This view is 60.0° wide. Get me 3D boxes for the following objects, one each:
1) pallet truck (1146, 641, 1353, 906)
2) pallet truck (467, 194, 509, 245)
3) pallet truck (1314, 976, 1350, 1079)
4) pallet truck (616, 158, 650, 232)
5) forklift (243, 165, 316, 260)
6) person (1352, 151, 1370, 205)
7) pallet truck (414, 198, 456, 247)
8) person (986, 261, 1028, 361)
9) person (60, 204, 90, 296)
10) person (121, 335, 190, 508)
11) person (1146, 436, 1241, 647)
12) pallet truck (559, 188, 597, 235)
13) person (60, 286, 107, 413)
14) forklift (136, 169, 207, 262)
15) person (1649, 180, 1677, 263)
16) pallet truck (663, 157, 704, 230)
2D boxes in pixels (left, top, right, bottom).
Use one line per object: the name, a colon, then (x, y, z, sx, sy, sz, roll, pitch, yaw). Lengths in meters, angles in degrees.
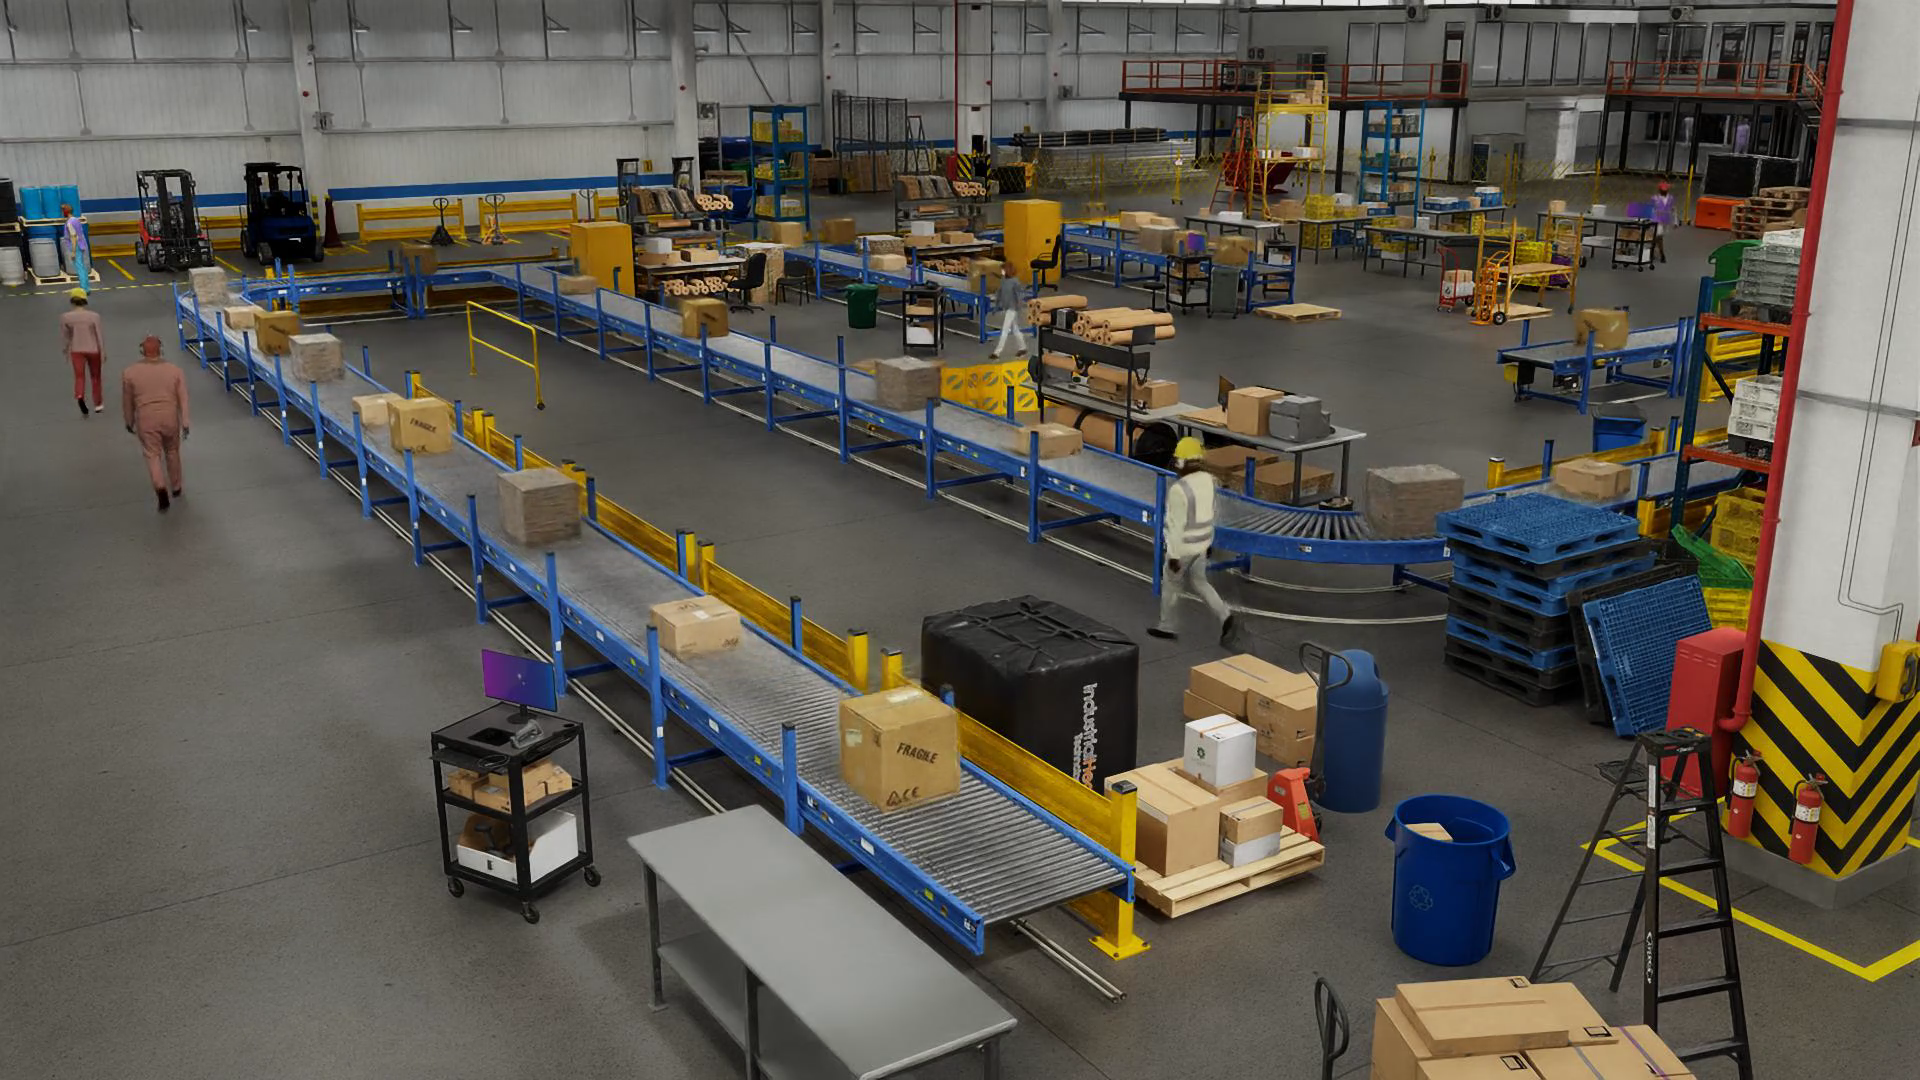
pallet truck: (1.664, 1.407, 10.232, 1.630, 1.274, 0.653, -10, 20, -31)
pallet truck: (-11.983, -8.177, 42.137, 0.704, 1.261, 1.522, -11, 20, -33)
pallet truck: (2.299, 2.390, 7.086, 1.601, 1.201, 0.680, -2, 17, -7)
pallet truck: (-8.918, -9.176, 44.255, 0.823, 1.965, 1.885, -9, 19, -27)
forklift: (-15.898, -7.669, 38.708, 1.157, 1.987, 2.680, -11, 20, -33)
person: (12.330, -11.046, 50.921, 0.502, 1.727, 0.478, -13, 21, -37)
pallet truck: (-13.250, -8.060, 41.856, 0.680, 1.201, 1.601, -10, 20, -31)
person: (0.774, -3.686, 26.695, 0.871, 1.581, 0.525, -11, 20, -32)
person: (-17.680, -5.800, 33.289, 0.395, 1.839, 0.564, -5, 17, -16)
person: (-8.828, -1.315, 18.317, 0.638, 1.866, 0.900, -10, 19, -30)
person: (1.977, 0.036, 13.941, 0.777, 1.805, 0.593, 15, 22, 40)
pallet truck: (-10.010, -8.652, 43.699, 0.653, 1.274, 1.630, -10, 20, -31)
person: (-11.953, -2.565, 22.687, 0.531, 1.751, 0.614, -6, 18, -18)
forklift: (-17.842, -7.318, 37.559, 1.157, 1.987, 2.680, -10, 20, -31)
person: (16.246, -7.400, 38.551, 0.617, 1.888, 0.954, 1, 17, 3)
pallet truck: (-7.586, -9.308, 44.692, 0.823, 1.965, 1.885, -11, 20, -33)
